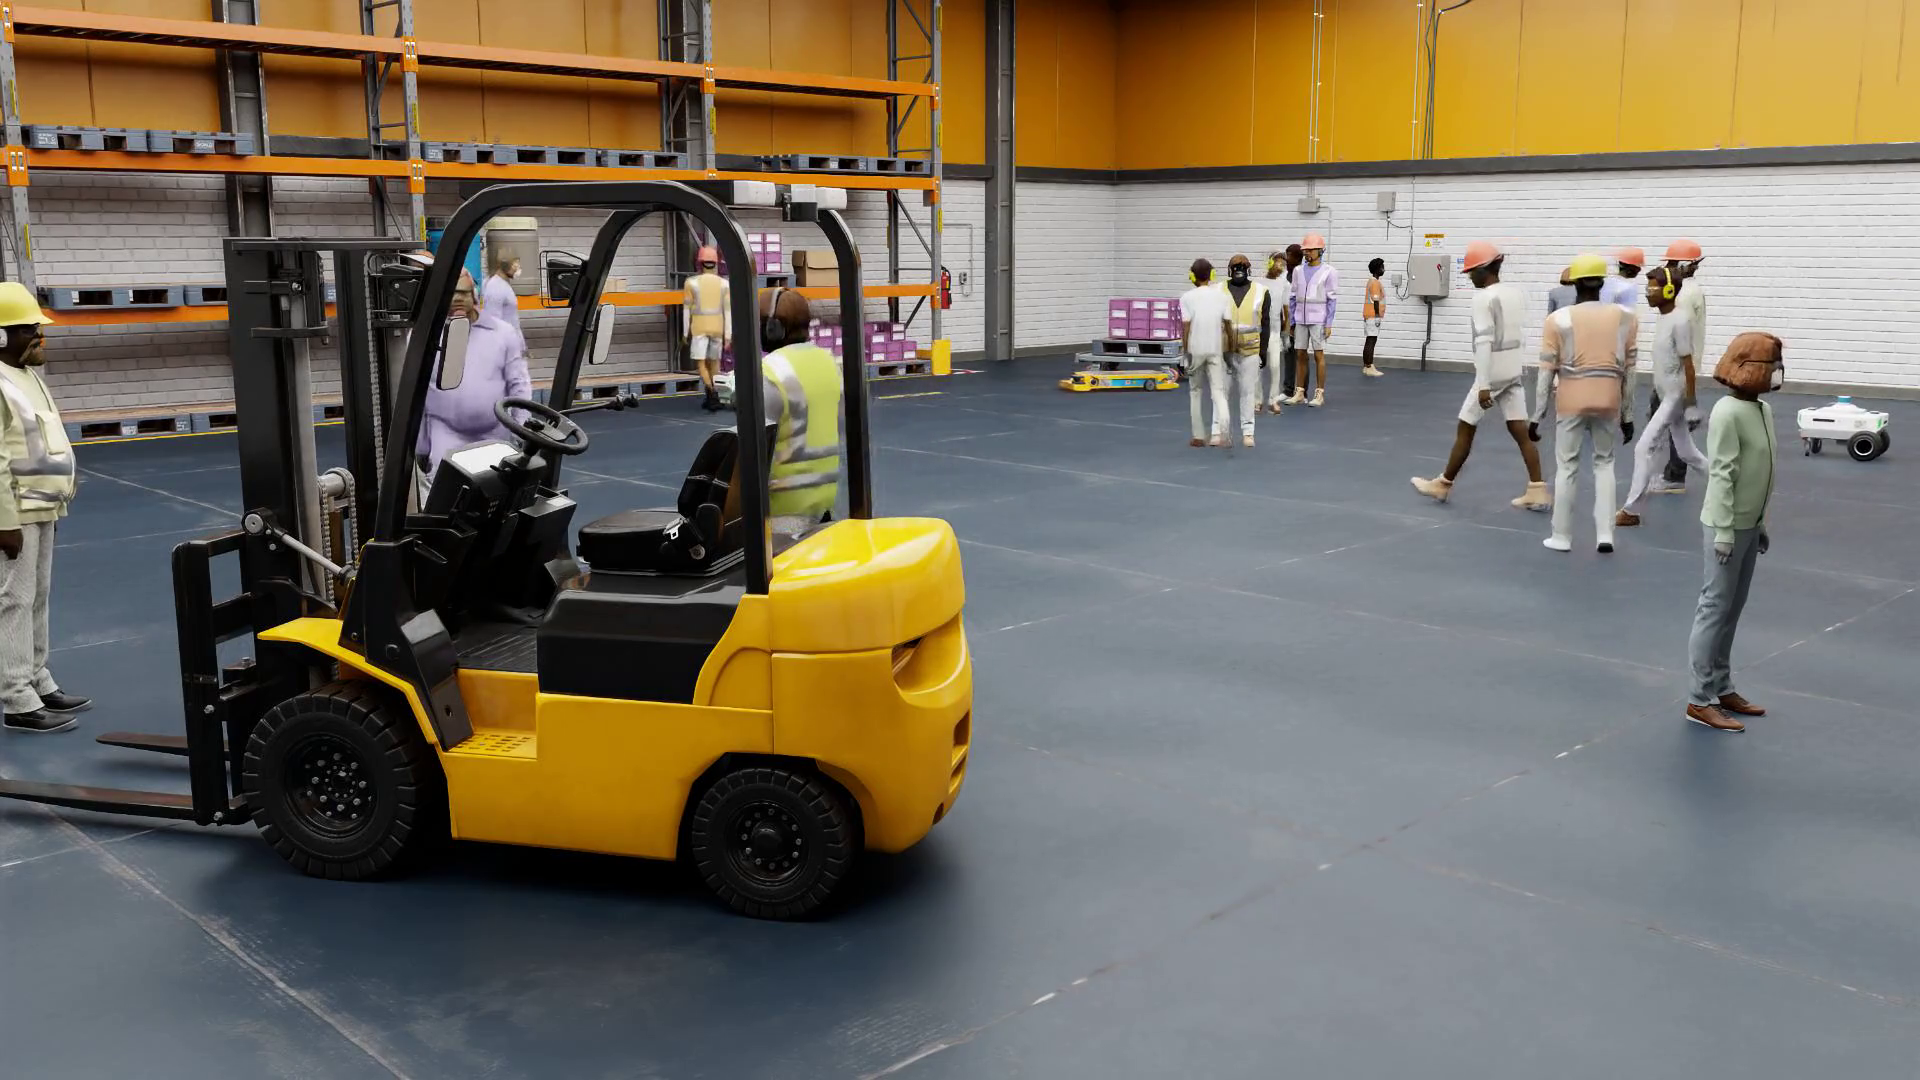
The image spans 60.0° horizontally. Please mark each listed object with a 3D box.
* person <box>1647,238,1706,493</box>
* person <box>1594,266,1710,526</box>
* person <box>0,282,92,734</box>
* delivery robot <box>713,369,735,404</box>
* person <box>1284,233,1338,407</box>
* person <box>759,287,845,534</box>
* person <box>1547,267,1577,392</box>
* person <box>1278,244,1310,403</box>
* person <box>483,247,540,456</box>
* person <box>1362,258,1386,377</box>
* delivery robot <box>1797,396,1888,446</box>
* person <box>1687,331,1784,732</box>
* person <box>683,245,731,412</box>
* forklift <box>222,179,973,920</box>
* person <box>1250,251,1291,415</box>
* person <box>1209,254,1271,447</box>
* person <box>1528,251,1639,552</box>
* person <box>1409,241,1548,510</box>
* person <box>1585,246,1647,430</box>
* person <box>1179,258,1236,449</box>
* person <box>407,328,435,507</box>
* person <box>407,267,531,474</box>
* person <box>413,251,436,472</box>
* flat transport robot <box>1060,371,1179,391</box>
[{"bbox_3d":[5.650,-1.364,13.107,0.375,1.995,0.611,5,11,24],"label":"person"},{"bbox_3d":[4.993,-0.968,11.476,0.967,1.815,0.555,2,11,12],"label":"person"},{"bbox_3d":[-3.841,-0.132,6.829,0.404,1.835,0.589,-2,11,-13],"label":"person"},{"bbox_3d":[-2.515,-1.819,19.264,0.477,0.478,0.707,9,13,39],"label":"delivery robot"},{"bbox_3d":[4.149,-2.595,19.687,0.608,2.044,0.371,9,14,40],"label":"person"},{"bbox_3d":[-0.690,-0.158,7.038,0.786,1.826,0.636,5,11,25],"label":"person"},{"bbox_3d":[7.861,-2.724,21.556,0.511,1.617,0.537,6,12,31],"label":"person"},{"bbox_3d":[4.053,-2.596,20.045,0.397,1.915,0.587,-5,11,-25],"label":"person"},{"bbox_3d":[-4.100,-1.723,15.318,0.789,1.903,0.634,-3,11,-16],"label":"person"},{"bbox_3d":[5.970,-3.206,23.964,0.318,1.697,0.535,1,10,5],"label":"person"},{"bbox_3d":[8.044,-1.069,15.172,0.707,0.478,0.477,8,13,36],"label":"delivery robot"},{"bbox_3d":[3.220,-0.043,6.884,0.287,1.635,0.500,9,14,40],"label":"person"},{"bbox_3d":[-2.870,-2.406,19.033,0.548,1.915,0.840,-5,11,-24],"label":"person"},{"bbox_3d":[-1.114,-0.058,5.440,2.313,2.155,1.214,2,11,13],"label":"forklift"},{"bbox_3d":[3.481,-2.328,18.866,0.540,1.861,0.365,1,10,4],"label":"person"},{"bbox_3d":[2.658,-1.813,15.976,0.627,1.844,0.429,2,11,9],"label":"person"},{"bbox_3d":[3.959,-0.861,10.567,0.636,1.924,0.390,1,10,4],"label":"person"},{"bbox_3d":[3.915,-1.208,12.319,0.707,1.966,1.073,-10,14,-43],"label":"person"},{"bbox_3d":[6.782,-2.081,17.255,0.572,1.900,0.569,-2,10,-8],"label":"person"},{"bbox_3d":[2.339,-1.728,15.598,0.542,1.824,0.846,-1,10,-6],"label":"person"},{"bbox_3d":[-3.366,-0.631,10.079,0.513,1.635,0.313,7,13,35],"label":"person"},{"bbox_3d":[-2.724,-0.587,9.242,0.636,1.867,0.984,-5,12,-26],"label":"person"},{"bbox_3d":[-4.563,-1.528,14.299,0.584,1.883,0.345,6,12,32],"label":"person"},{"bbox_3d":[2.087,-2.098,21.812,1.431,0.197,0.652,-2,11,-13],"label":"flat transport robot"}]
